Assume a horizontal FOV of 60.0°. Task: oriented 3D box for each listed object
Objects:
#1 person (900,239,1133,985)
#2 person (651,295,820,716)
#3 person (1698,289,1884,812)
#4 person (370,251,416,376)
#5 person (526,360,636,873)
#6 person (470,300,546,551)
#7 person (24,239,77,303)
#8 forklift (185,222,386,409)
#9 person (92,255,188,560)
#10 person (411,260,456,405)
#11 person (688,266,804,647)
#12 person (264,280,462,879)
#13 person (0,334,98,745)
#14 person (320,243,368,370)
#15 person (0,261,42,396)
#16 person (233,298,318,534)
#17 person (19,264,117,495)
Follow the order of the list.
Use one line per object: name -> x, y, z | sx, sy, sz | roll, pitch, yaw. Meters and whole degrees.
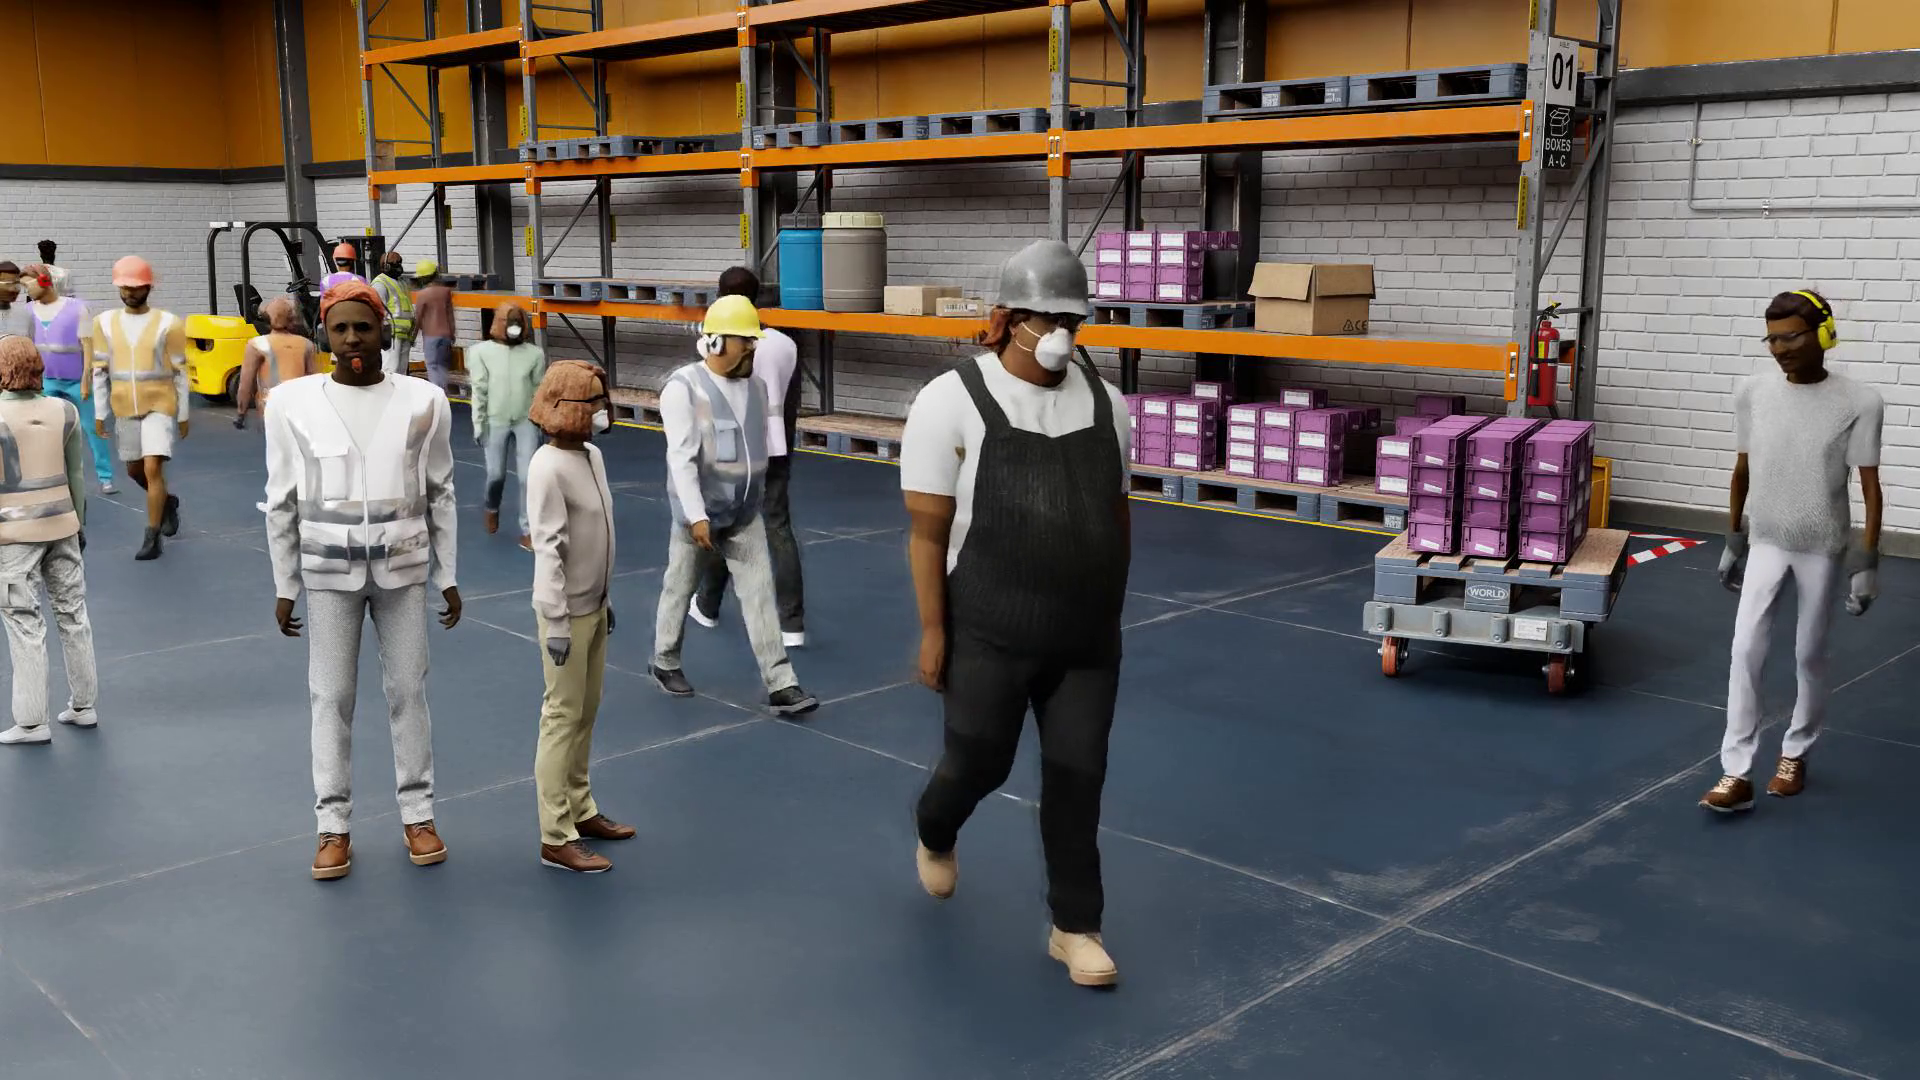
person -> 0.172, 0.166, 4.638 | 0.688, 2.000, 0.765 | -4, 11, -22
person -> -1.019, -0.144, 7.078 | 0.977, 1.780, 0.594 | 10, 14, 43
person -> 2.875, 0.062, 5.776 | 0.569, 1.825, 0.884 | 9, 14, 41
person -> -6.264, -2.272, 18.476 | 0.429, 1.842, 0.633 | 1, 10, 6
person -> -1.231, 0.236, 5.364 | 0.265, 1.632, 0.508 | 1, 10, 5
person -> -2.928, -0.753, 10.793 | 0.500, 1.610, 0.588 | -5, 12, -27
person -> -11.716, -2.890, 21.503 | 0.613, 1.964, 0.361 | -2, 11, -9
forklift -> -8.169, -2.758, 20.163 | 2.313, 2.155, 1.214 | -10, 14, -44
person -> -5.206, -0.865, 10.659 | 0.551, 1.909, 0.865 | -1, 10, -7
person -> -6.155, -2.359, 19.237 | 0.562, 1.745, 0.553 | 6, 12, 29
person -> -1.079, -0.422, 8.316 | 0.615, 1.864, 1.026 | -8, 13, -37
person -> -1.883, 0.126, 5.289 | 0.573, 1.883, 0.354 | -4, 11, -22
person -> -3.707, -0.001, 6.644 | 0.306, 1.640, 0.522 | 4, 11, 21
person -> -6.817, -2.333, 18.555 | 0.551, 1.932, 0.378 | 0, 10, 2
person -> -6.418, -0.943, 11.197 | 0.383, 1.852, 0.546 | 7, 13, 35
person -> -4.674, -0.851, 11.409 | 0.876, 1.591, 0.518 | 6, 12, 31
person -> -6.977, -1.216, 12.853 | 0.667, 1.804, 0.644 | 0, 10, 2
